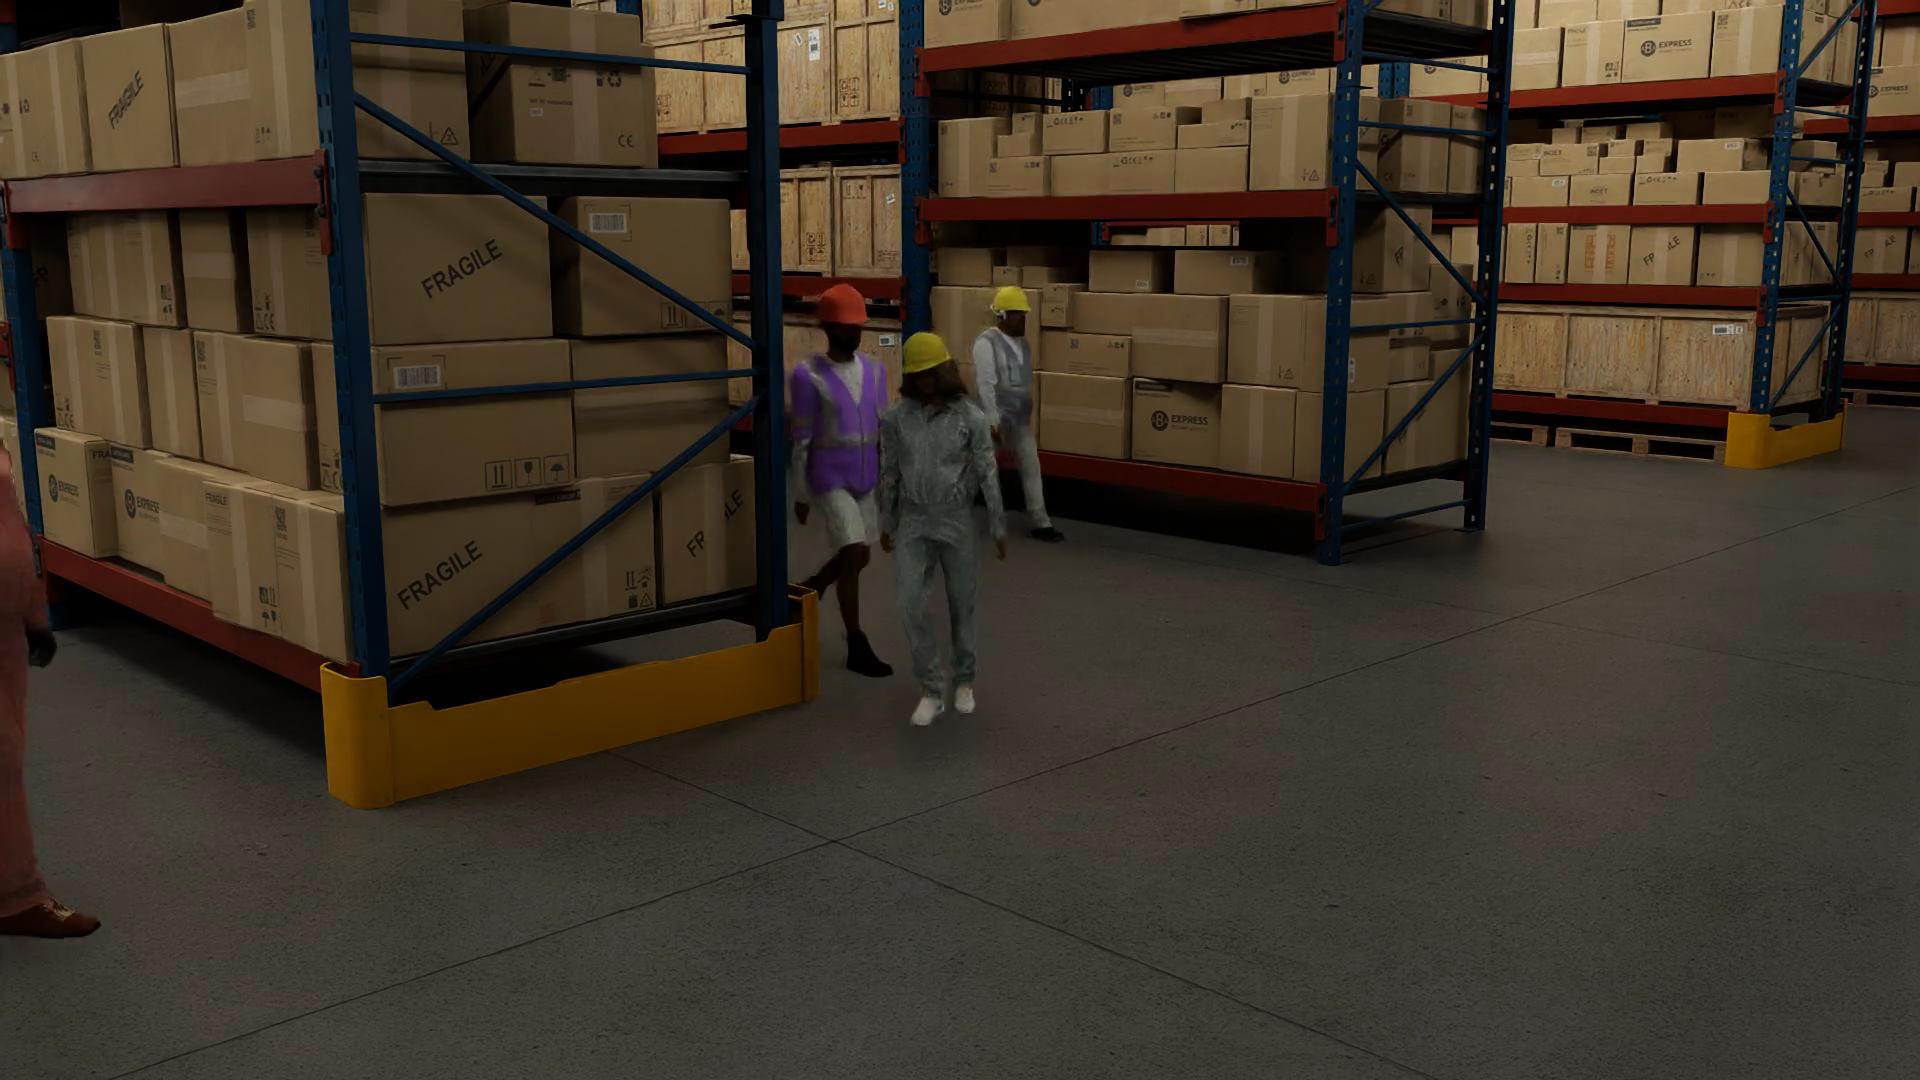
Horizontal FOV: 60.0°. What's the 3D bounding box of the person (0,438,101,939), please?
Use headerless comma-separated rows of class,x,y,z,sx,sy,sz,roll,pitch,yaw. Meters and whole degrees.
person,-3.077,0.284,5.039,0.779,1.880,0.652,-1,10,-3

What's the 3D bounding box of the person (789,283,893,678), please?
person,-0.624,-0.316,8.239,0.549,1.906,0.832,-10,14,-43

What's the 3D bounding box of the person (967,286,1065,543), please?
person,0.283,-0.883,11.664,0.931,1.792,0.590,9,14,42

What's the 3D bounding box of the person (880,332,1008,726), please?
person,-0.080,-0.047,7.271,0.608,1.706,0.666,2,11,12
